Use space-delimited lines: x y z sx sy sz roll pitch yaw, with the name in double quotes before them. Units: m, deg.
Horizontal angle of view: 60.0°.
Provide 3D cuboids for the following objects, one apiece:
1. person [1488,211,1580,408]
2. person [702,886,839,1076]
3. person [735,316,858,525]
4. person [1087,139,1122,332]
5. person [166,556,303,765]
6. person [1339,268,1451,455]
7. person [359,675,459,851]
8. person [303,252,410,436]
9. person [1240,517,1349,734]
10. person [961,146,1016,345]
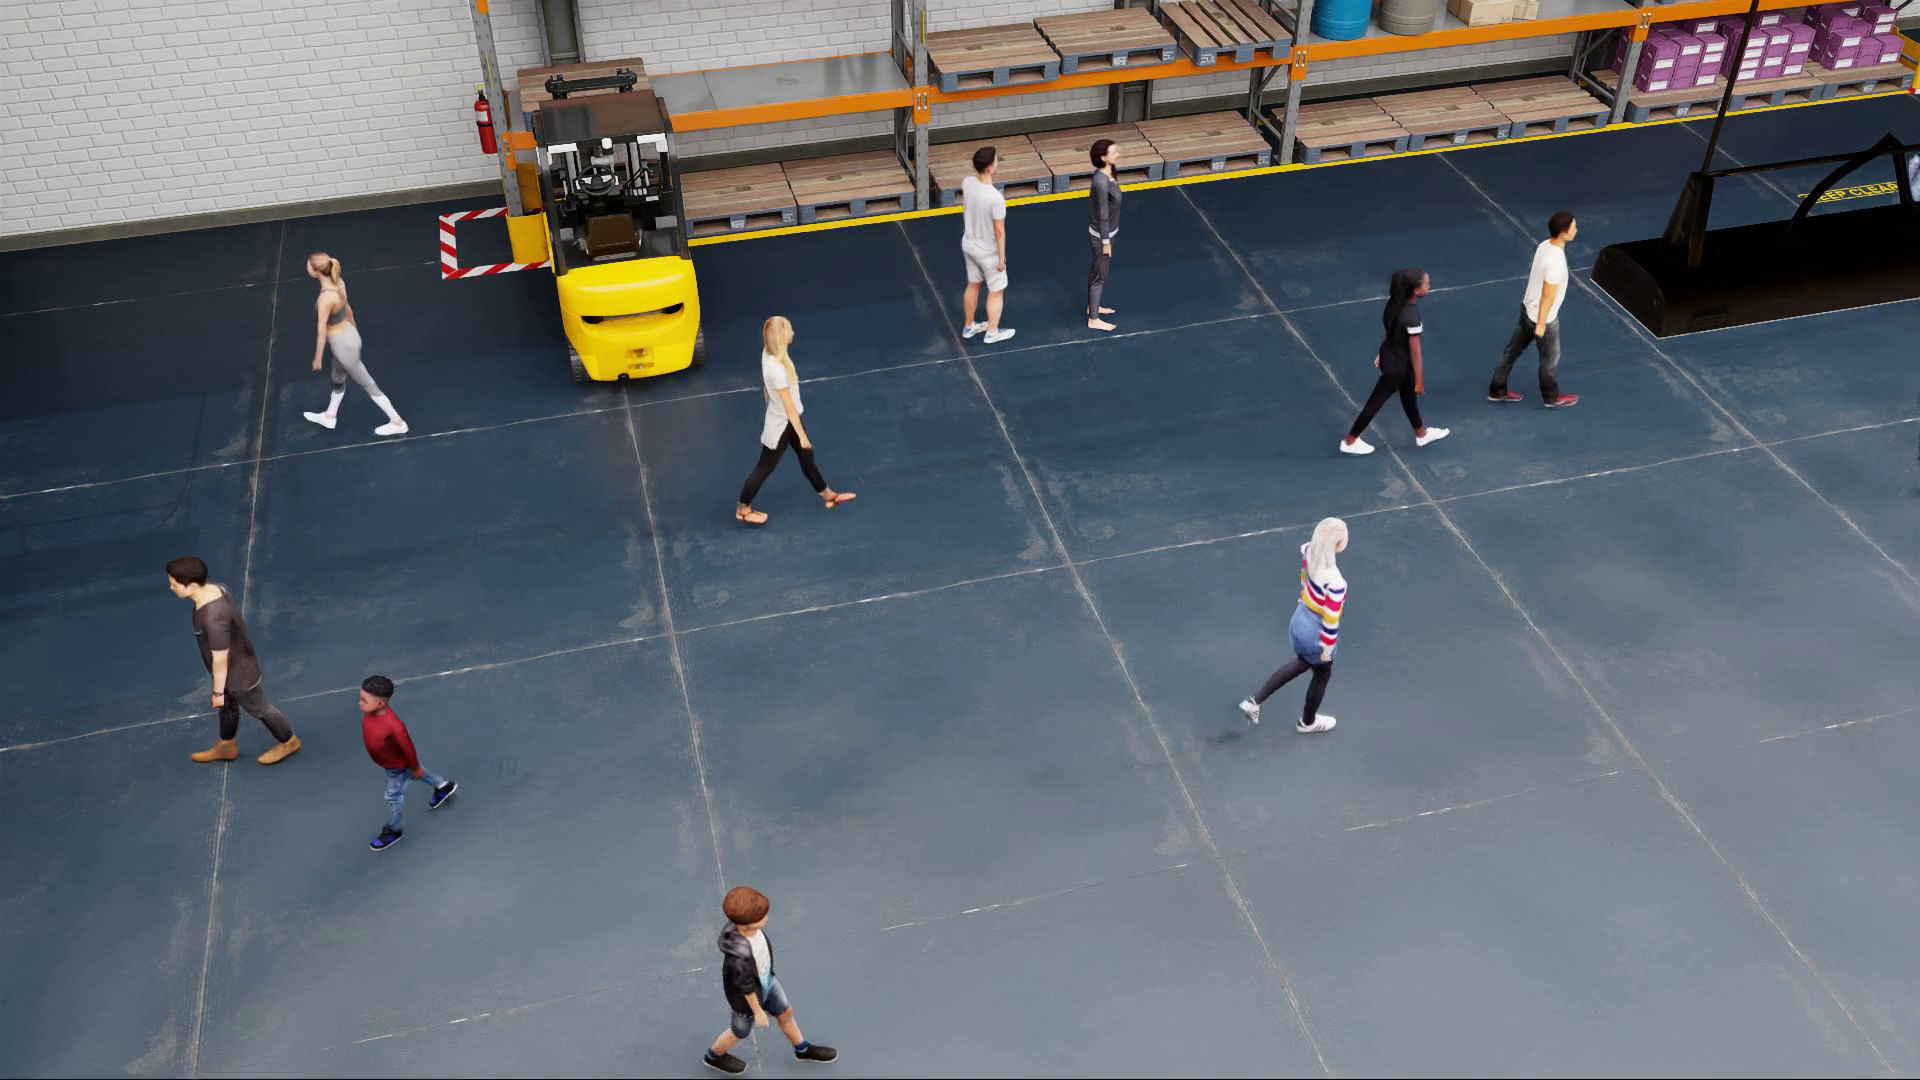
"person" 4.676 -1.877 13.687 1.036 1.786 0.832 1 39 1
"person" -1.146 2.342 8.696 1.022 1.411 0.789 5 39 6
"person" -1.420 -0.829 12.376 1.176 1.774 0.645 -8 39 -10
"person" 1.262 -2.725 14.753 0.637 1.770 0.674 2 39 2
"person" -4.496 0.749 10.467 0.954 1.690 0.753 -18 42 -21
"person" 3.345 -1.353 13.102 1.177 1.687 0.795 -2 39 -2
"person" -3.390 1.279 10.163 0.940 1.243 0.757 -29 47 -31
"person" -4.835 -1.516 13.328 1.142 1.659 0.768 -1 39 -1
"person" 2.176 0.576 10.600 0.906 1.796 0.654 -10 40 -13
"person" 0.158 -2.558 14.482 0.794 1.848 0.795 -27 46 -30
